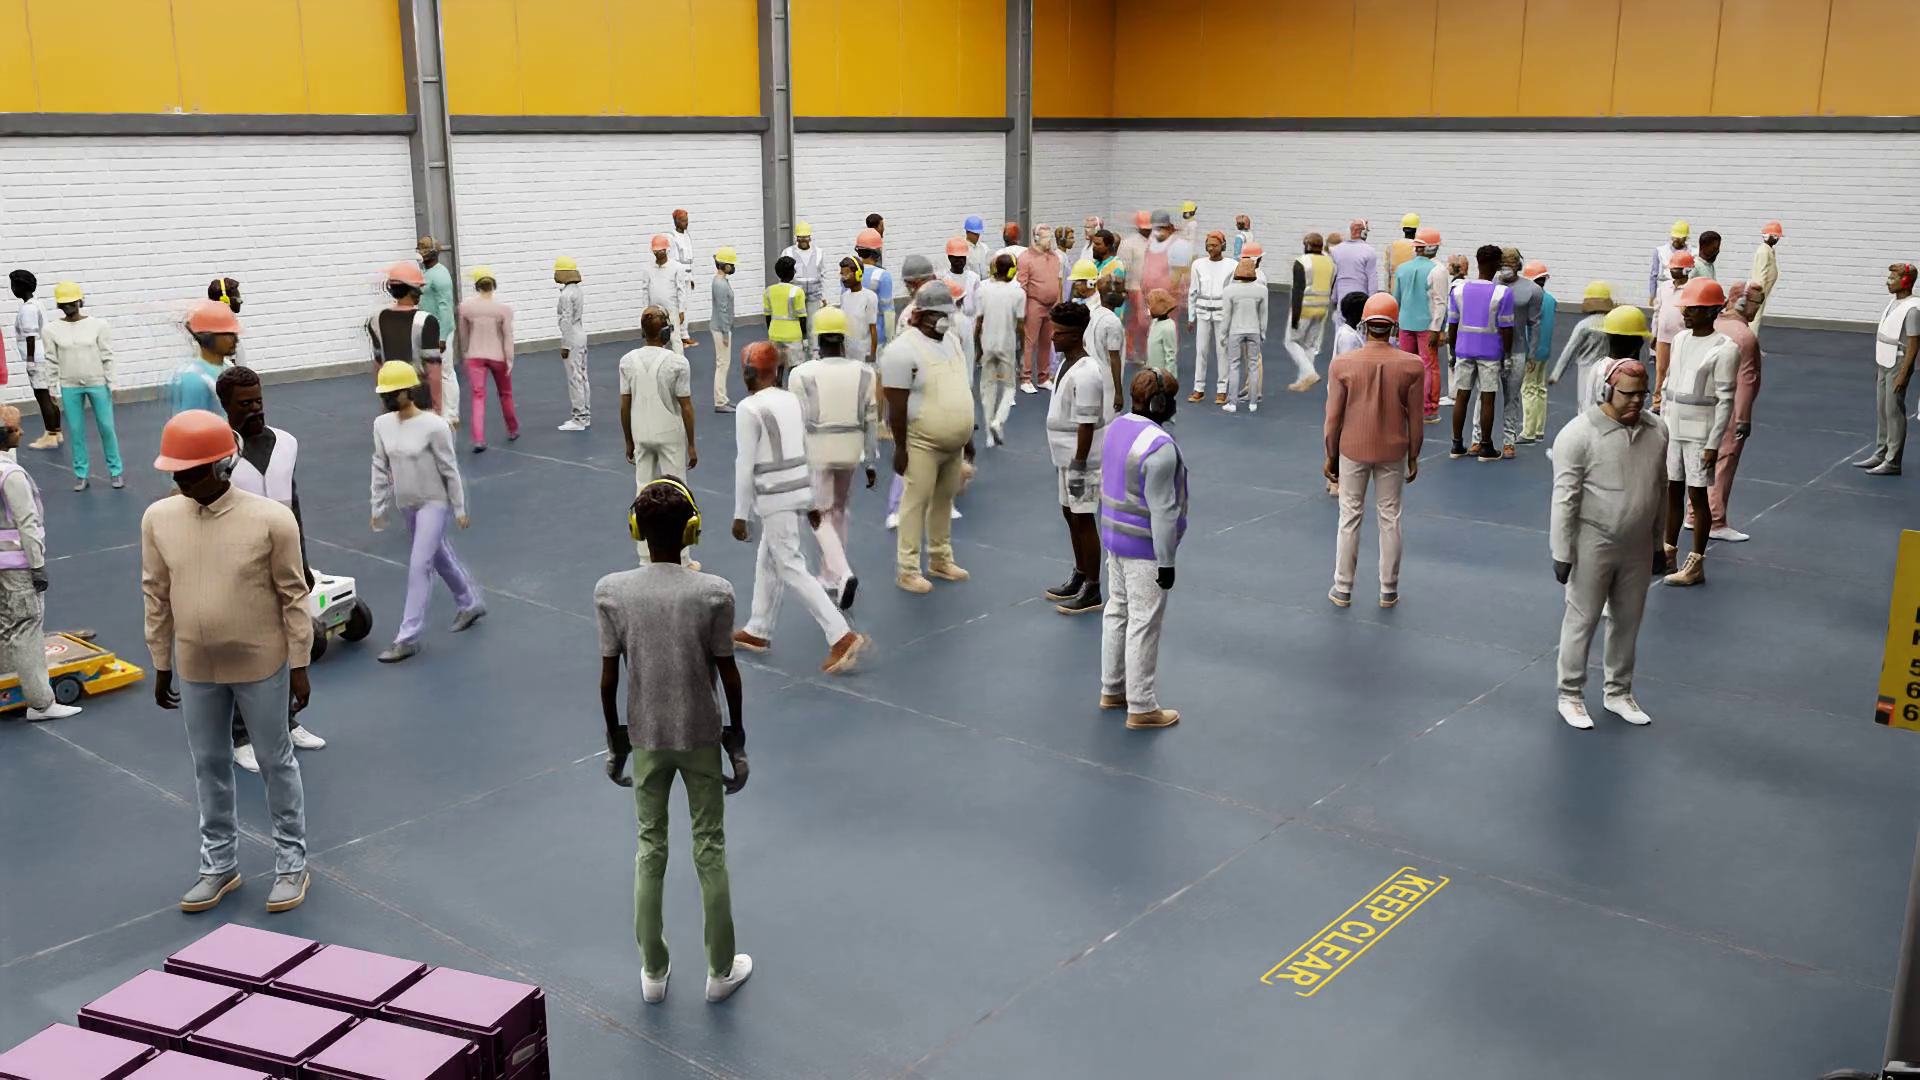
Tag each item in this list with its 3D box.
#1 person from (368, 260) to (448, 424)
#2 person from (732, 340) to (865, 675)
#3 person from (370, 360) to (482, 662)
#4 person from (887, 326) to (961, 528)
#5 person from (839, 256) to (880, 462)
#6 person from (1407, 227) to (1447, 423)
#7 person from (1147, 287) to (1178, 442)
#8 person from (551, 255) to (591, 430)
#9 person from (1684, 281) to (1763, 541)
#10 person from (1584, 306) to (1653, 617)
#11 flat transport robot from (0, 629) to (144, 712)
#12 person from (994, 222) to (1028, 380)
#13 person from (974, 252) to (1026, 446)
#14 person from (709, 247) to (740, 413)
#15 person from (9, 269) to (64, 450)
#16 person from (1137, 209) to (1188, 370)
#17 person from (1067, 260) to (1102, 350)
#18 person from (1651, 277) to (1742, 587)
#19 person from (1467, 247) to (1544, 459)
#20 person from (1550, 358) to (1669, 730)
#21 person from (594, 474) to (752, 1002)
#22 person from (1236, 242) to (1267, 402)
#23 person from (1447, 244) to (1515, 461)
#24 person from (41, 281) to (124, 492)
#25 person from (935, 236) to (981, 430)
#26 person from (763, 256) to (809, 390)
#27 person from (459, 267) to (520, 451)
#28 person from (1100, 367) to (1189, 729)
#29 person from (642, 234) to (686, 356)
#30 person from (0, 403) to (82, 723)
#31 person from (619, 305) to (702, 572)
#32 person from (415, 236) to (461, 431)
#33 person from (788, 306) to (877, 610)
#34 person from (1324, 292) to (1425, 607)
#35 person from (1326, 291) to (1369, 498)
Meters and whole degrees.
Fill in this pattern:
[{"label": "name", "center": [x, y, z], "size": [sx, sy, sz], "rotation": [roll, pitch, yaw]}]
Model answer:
[{"label": "person", "center": [-4.110, -1.079, 12.518], "size": [0.602, 2.025, 0.419], "rotation": [4, 15, 15]}, {"label": "person", "center": [-0.948, -0.195, 9.388], "size": [0.953, 1.846, 0.644], "rotation": [7, 16, 25]}, {"label": "person", "center": [-3.129, -0.212, 9.690], "size": [0.532, 1.714, 0.922], "rotation": [7, 16, 25]}, {"label": "person", "center": [-0.301, -1.000, 12.632], "size": [0.701, 1.832, 0.521], "rotation": [-7, 16, -27]}, {"label": "person", "center": [-0.935, -1.641, 15.121], "size": [0.348, 1.856, 0.523], "rotation": [-12, 18, -40]}, {"label": "person", "center": [4.760, -2.189, 17.019], "size": [0.393, 1.990, 0.616], "rotation": [-1, 14, -3]}, {"label": "person", "center": [1.750, -1.389, 14.551], "size": [0.292, 1.632, 0.501], "rotation": [-2, 14, -8]}, {"label": "person", "center": [-3.909, -1.978, 16.700], "size": [0.314, 1.737, 0.487], "rotation": [0, 14, 1]}, {"label": "person", "center": [5.671, -0.953, 12.269], "size": [0.403, 1.899, 0.652], "rotation": [-1, 14, -3]}, {"label": "person", "center": [4.051, -0.494, 10.373], "size": [0.360, 1.929, 0.587], "rotation": [4, 15, 16]}, {"label": "flat transport robot", "center": [-5.162, 0.759, 8.729], "size": [0.652, 0.197, 1.431], "rotation": [11, 18, 38]}, {"label": "person", "center": [0.633, -2.838, 19.831], "size": [0.584, 1.882, 0.337], "rotation": [-9, 17, -33]}, {"label": "person", "center": [0.355, -1.779, 15.691], "size": [0.536, 1.845, 0.456], "rotation": [4, 14, 14]}, {"label": "person", "center": [-2.485, -2.219, 17.634], "size": [0.342, 1.753, 0.532], "rotation": [-2, 14, -9]}, {"label": "person", "center": [-8.717, -1.707, 15.716], "size": [0.319, 1.687, 0.539], "rotation": [-5, 15, -19]}, {"label": "person", "center": [2.451, -3.021, 20.247], "size": [0.542, 2.000, 0.684], "rotation": [-12, 18, -39]}, {"label": "person", "center": [1.149, -1.627, 15.118], "size": [0.403, 1.824, 0.600], "rotation": [-7, 16, -26]}, {"label": "person", "center": [4.828, -0.713, 11.018], "size": [0.371, 2.044, 0.608], "rotation": [-4, 15, -16]}, {"label": "person", "center": [4.965, -1.710, 15.224], "size": [0.635, 1.933, 0.353], "rotation": [6, 15, 22]}, {"label": "person", "center": [3.279, 0.024, 8.387], "size": [0.653, 1.894, 0.401], "rotation": [-4, 15, -16]}, {"label": "person", "center": [-0.975, 0.697, 5.738], "size": [0.508, 1.872, 0.329], "rotation": [1, 14, 2]}, {"label": "person", "center": [3.197, -2.405, 18.368], "size": [0.340, 1.749, 0.572], "rotation": [0, 14, 0]}, {"label": "person", "center": [4.727, -1.697, 15.106], "size": [0.613, 1.965, 0.361], "rotation": [11, 18, 38]}, {"label": "person", "center": [-7.315, -1.278, 13.854], "size": [0.537, 1.758, 0.352], "rotation": [-5, 15, -21]}, {"label": "person", "center": [-0.024, -2.042, 16.541], "size": [0.552, 1.937, 0.356], "rotation": [-8, 16, -28]}, {"label": "person", "center": [-1.780, -2.076, 17.168], "size": [0.532, 1.696, 0.319], "rotation": [8, 16, 30]}, {"label": "person", "center": [-4.458, -1.718, 15.730], "size": [0.511, 1.707, 0.906], "rotation": [-1, 14, -6]}, {"label": "person", "center": [0.937, 0.036, 8.464], "size": [0.431, 1.835, 0.623], "rotation": [-5, 15, -20]}, {"label": "person", "center": [-3.527, -2.755, 19.784], "size": [0.566, 1.744, 0.349], "rotation": [4, 15, 16]}, {"label": "person", "center": [-4.828, 0.123, 8.495], "size": [0.514, 1.641, 0.309], "rotation": [10, 17, 35]}, {"label": "person", "center": [-2.015, -0.649, 11.163], "size": [0.517, 1.843, 0.325], "rotation": [4, 14, 14]}, {"label": "person", "center": [-5.217, -2.045, 16.552], "size": [0.370, 1.940, 0.631], "rotation": [-9, 17, -32]}, {"label": "person", "center": [-0.801, -0.528, 10.574], "size": [0.599, 1.899, 0.846], "rotation": [-6, 15, -24]}, {"label": "person", "center": [2.599, -0.555, 10.484], "size": [0.615, 1.994, 0.381], "rotation": [2, 14, 6]}, {"label": "person", "center": [3.173, -1.191, 13.631], "size": [0.321, 1.697, 0.530], "rotation": [2, 14, 9]}]
